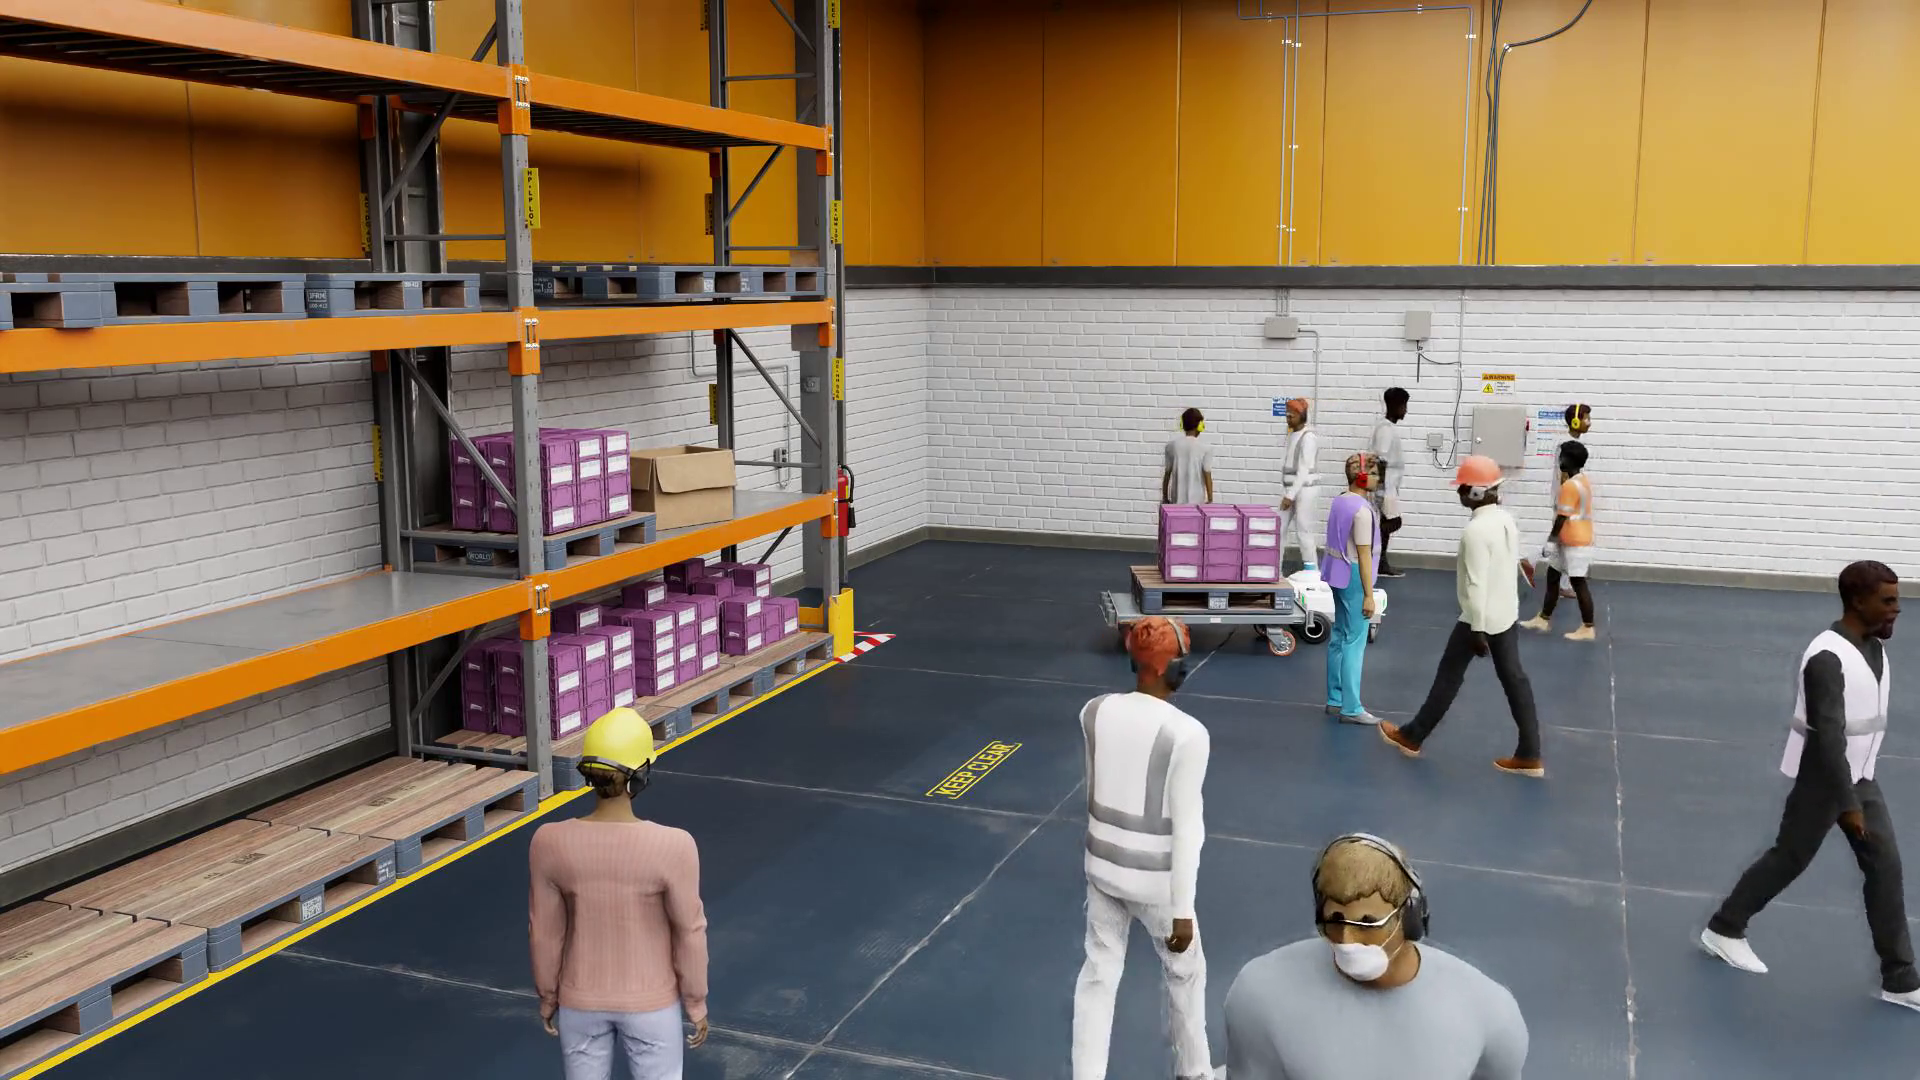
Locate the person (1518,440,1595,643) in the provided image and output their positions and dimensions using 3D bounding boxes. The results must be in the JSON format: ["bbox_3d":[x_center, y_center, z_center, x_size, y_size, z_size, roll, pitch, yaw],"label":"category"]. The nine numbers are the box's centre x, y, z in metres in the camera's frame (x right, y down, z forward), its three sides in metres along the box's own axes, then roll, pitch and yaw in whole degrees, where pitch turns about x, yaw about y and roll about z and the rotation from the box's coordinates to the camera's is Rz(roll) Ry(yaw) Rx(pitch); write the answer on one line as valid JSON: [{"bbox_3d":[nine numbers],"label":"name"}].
[{"bbox_3d":[4.970,0.010,13.809,0.755,1.668,0.543,4,10,25],"label":"person"}]

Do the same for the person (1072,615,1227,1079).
[{"bbox_3d":[0.700,1.177,5.919,0.833,1.847,0.599,-9,13,-44],"label":"person"}]

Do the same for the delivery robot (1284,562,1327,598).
[{"bbox_3d":[3.006,0.437,14.332,0.707,0.478,0.477,-4,10,-22],"label":"delivery robot"}]

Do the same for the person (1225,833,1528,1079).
[{"bbox_3d":[0.892,1.515,3.678,0.642,1.909,0.882,2,9,14],"label":"person"}]

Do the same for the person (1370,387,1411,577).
[{"bbox_3d":[4.208,-0.567,16.610,0.502,1.942,0.636,2,9,12],"label":"person"}]

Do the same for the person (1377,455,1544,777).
[{"bbox_3d":[3.144,0.446,10.208,1.056,1.930,0.620,9,13,43],"label":"person"}]

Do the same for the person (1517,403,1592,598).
[{"bbox_3d":[5.636,-0.368,15.646,0.603,1.851,0.511,4,10,24],"label":"person"}]

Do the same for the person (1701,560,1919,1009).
[{"bbox_3d":[3.679,0.999,7.006,0.595,1.874,1.012,-7,11,-37],"label":"person"}]

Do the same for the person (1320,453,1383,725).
[{"bbox_3d":[2.658,0.325,11.282,0.388,1.846,0.564,-1,9,-7],"label":"person"}]

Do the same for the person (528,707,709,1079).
[{"bbox_3d":[-1.007,1.370,4.977,0.534,1.767,0.320,1,9,6],"label":"person"}]

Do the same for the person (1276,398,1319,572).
[{"bbox_3d":[3.218,-0.434,15.988,0.632,1.857,0.594,-2,9,-13],"label":"person"}]

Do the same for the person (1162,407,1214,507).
[{"bbox_3d":[2.102,-0.320,15.453,0.554,1.822,0.930,4,10,26],"label":"person"}]

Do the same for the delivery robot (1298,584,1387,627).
[{"bbox_3d":[3.174,0.520,13.811,0.707,0.478,0.477,1,9,8],"label":"delivery robot"}]
